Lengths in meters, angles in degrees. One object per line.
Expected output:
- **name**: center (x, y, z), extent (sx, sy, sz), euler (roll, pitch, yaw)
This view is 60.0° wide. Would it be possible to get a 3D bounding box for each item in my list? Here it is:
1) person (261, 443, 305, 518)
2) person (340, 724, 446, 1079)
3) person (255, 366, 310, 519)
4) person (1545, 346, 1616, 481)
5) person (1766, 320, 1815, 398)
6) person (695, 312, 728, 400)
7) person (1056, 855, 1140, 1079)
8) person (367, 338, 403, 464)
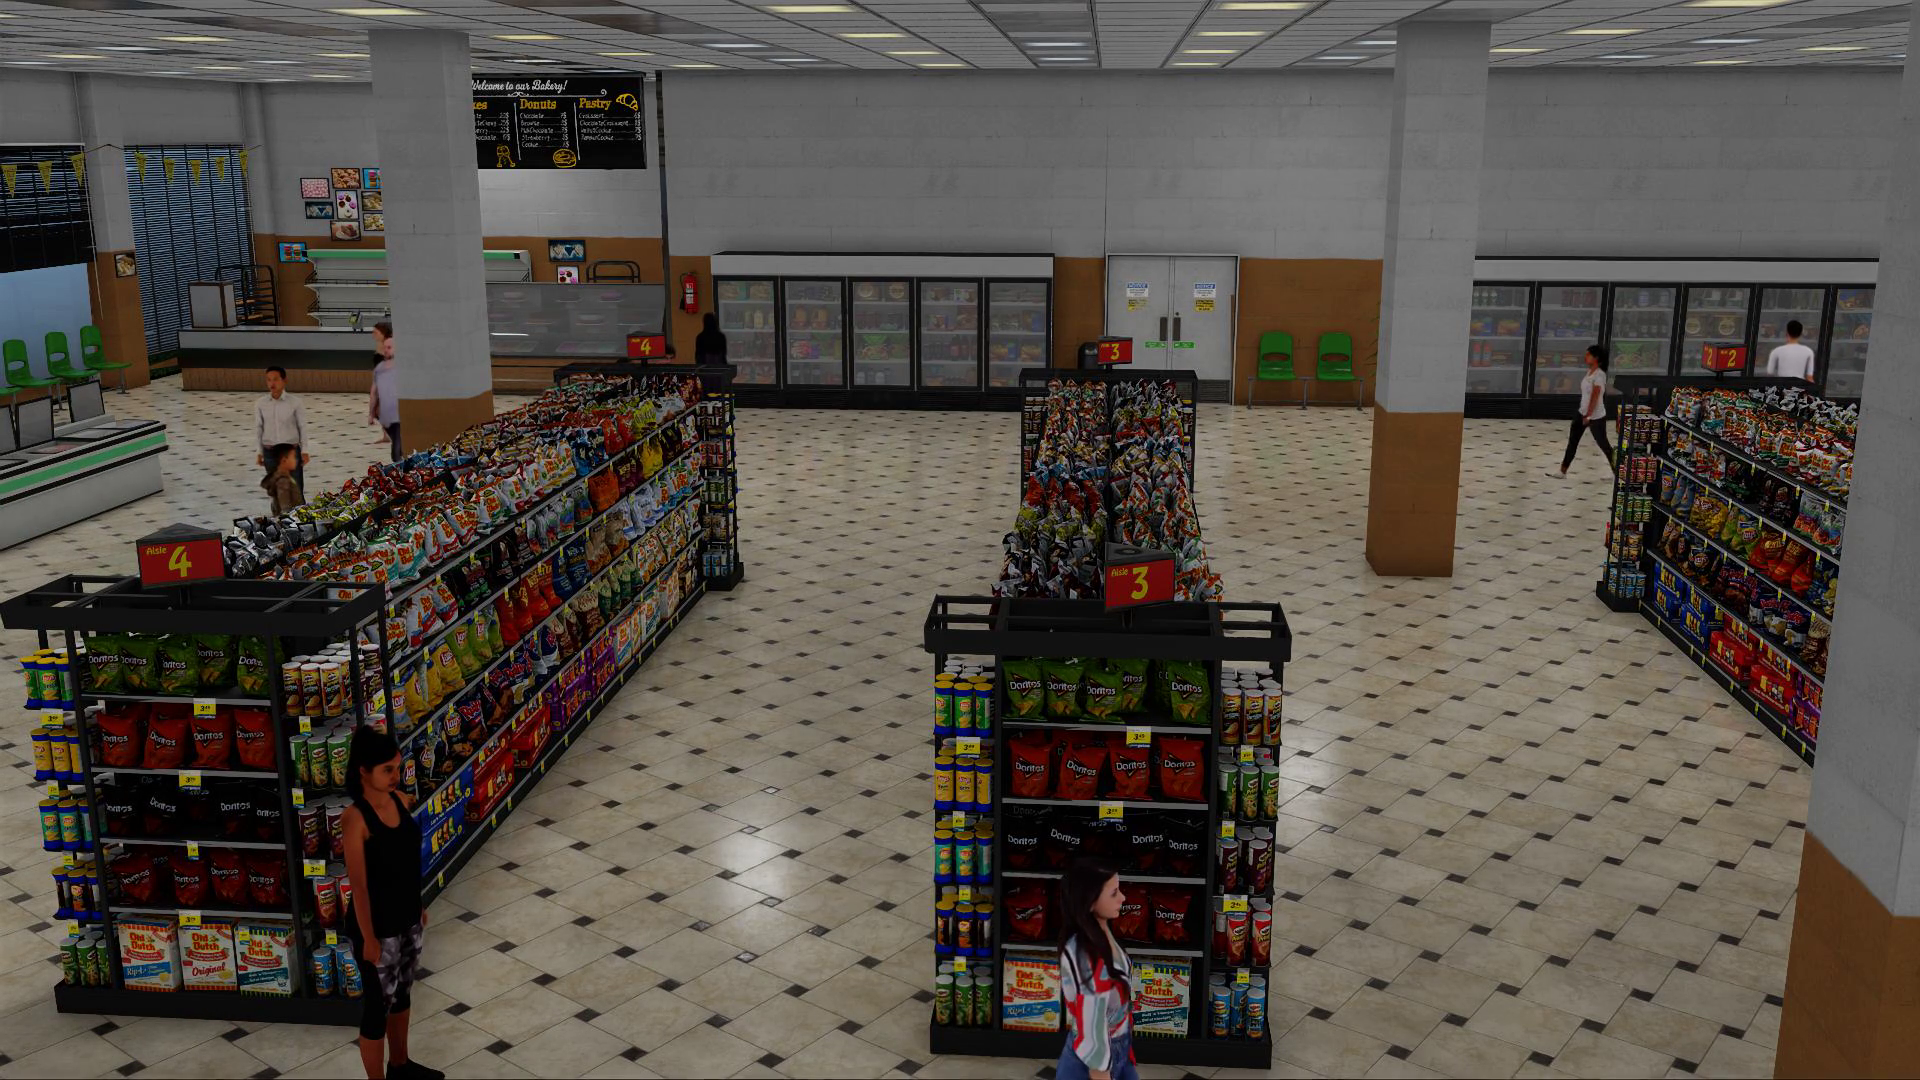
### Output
- **person**: center (-5.850, -0.123, 14.468), extent (0.744, 1.453, 0.644), euler (-5, 15, -21)
- **person**: center (-2.420, 1.578, 6.987), extent (0.658, 1.674, 0.472), euler (3, 14, 11)
- **person**: center (-6.803, -0.855, 16.728), extent (0.698, 1.811, 0.609), euler (-1, 14, -5)
- **person**: center (7.548, -1.455, 19.637), extent (0.735, 1.606, 1.066), euler (0, 14, -1)
- **person**: center (10.135, -1.736, 20.321), extent (0.817, 1.830, 0.965), euler (4, 14, 17)
- **person**: center (-3.518, -2.400, 23.535), extent (0.852, 1.605, 1.187), euler (-3, 14, -13)
- **person**: center (0.391, 1.886, 5.912), extent (0.733, 1.582, 1.020), euler (3, 14, 11)
- **person**: center (-6.378, -1.384, 18.971), extent (0.881, 1.781, 1.314), euler (4, 14, 17)
